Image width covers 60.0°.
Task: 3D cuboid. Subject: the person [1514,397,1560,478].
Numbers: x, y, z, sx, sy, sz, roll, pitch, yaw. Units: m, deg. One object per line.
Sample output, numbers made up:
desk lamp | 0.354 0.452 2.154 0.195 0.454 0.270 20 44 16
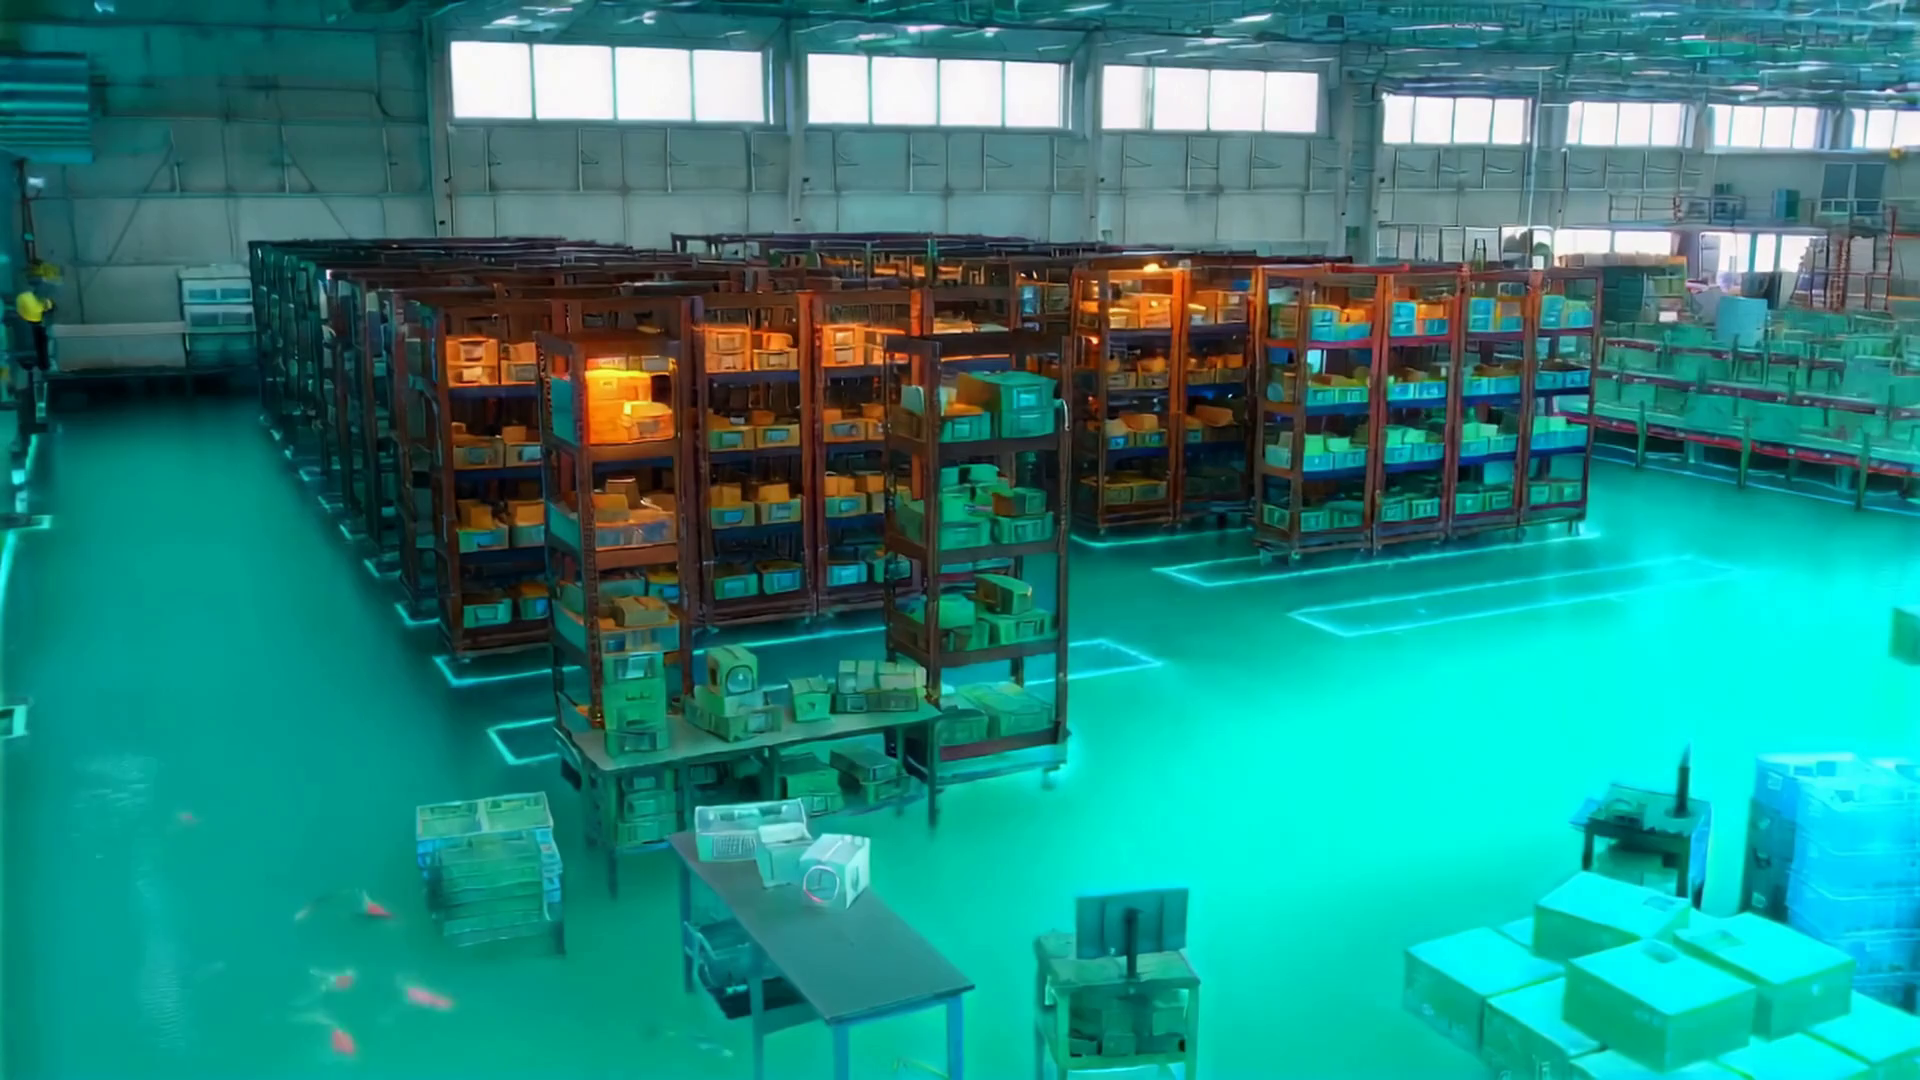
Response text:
person | 9.283 -1.818 26.516 0.601 1.811 0.720 -10 16 -39

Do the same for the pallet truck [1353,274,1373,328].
pallet truck | 13.011 -8.050 55.243 0.823 1.965 1.885 -7 14 -28
